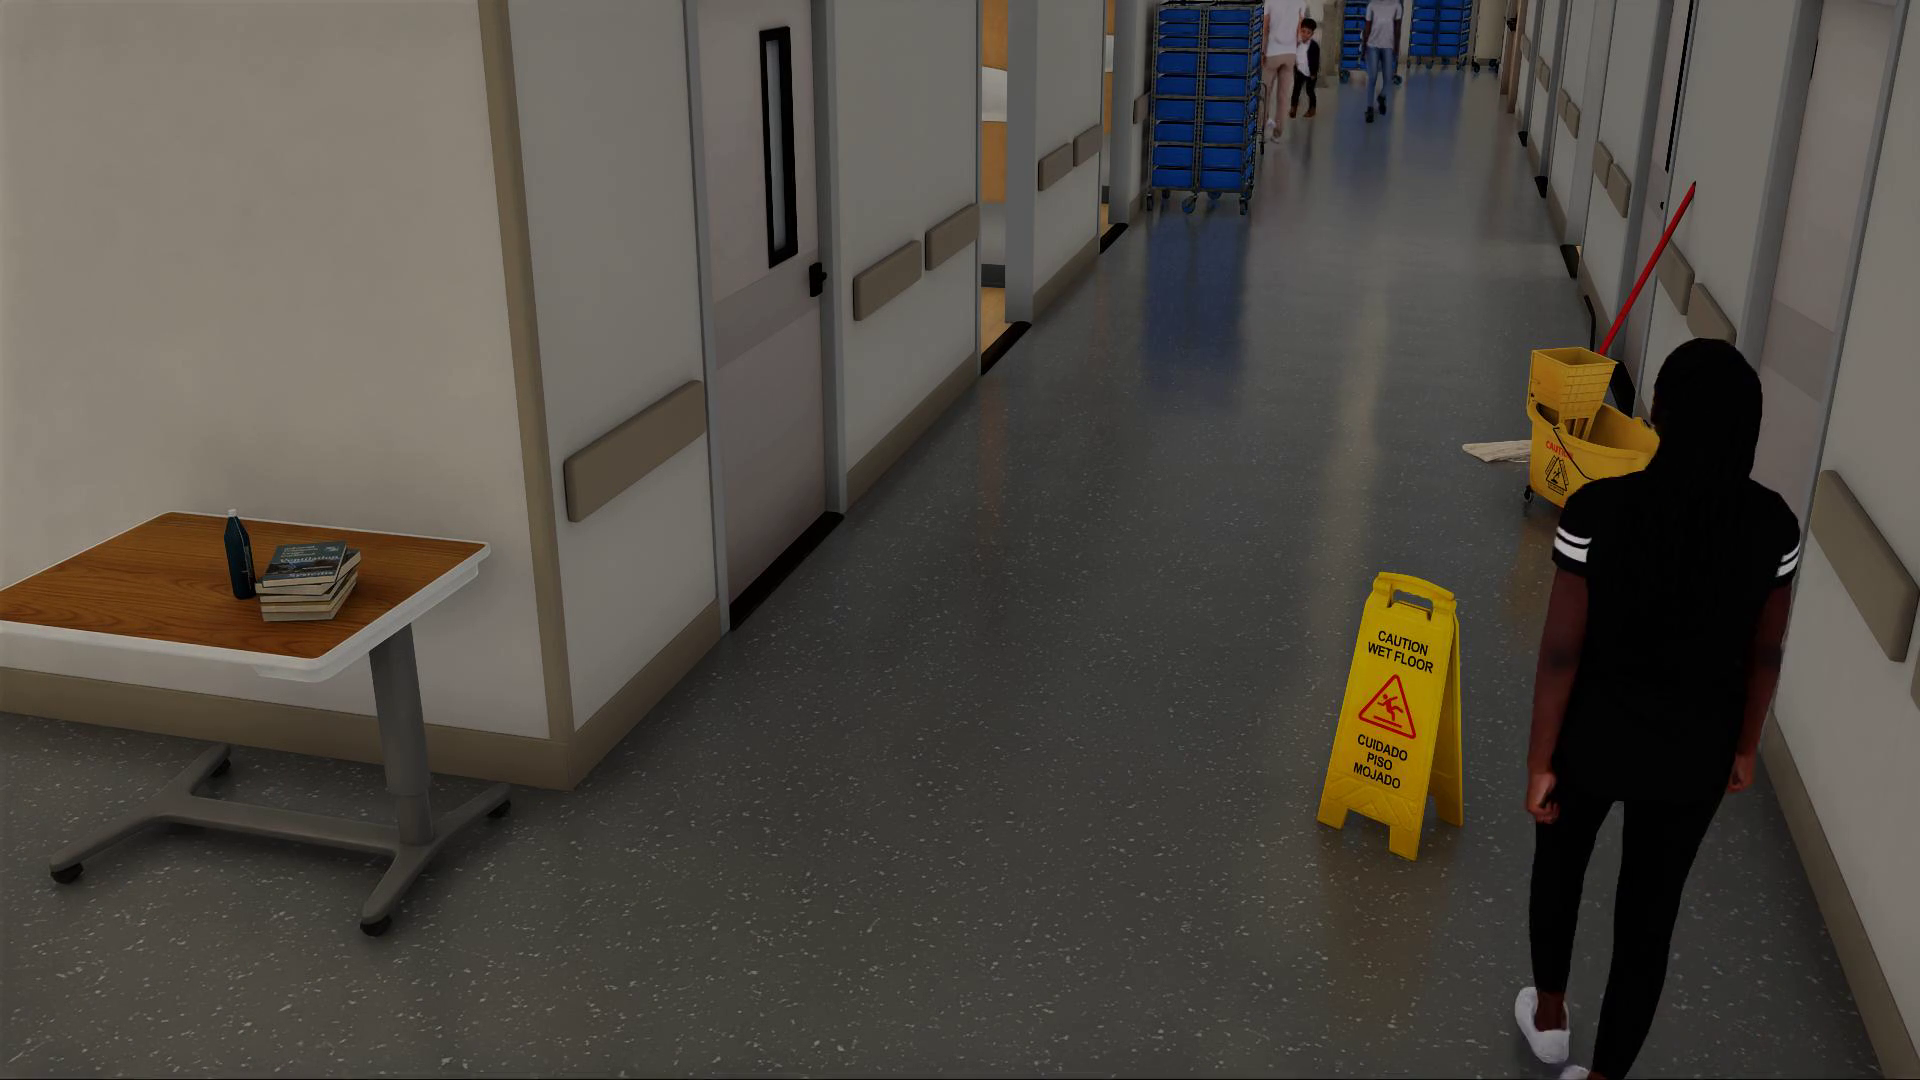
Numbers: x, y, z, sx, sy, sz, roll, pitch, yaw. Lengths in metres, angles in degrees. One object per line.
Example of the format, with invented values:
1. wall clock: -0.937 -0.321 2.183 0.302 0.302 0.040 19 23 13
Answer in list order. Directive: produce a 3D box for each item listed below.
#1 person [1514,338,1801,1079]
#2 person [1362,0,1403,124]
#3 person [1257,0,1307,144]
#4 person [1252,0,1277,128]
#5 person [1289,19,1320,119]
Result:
1. person: 1.359 0.469 3.298 0.610 1.714 0.727 6 21 15
2. person: 5.151 -6.022 20.441 0.614 1.711 0.745 3 21 9
3. person: 3.580 -5.357 18.465 0.811 1.867 0.946 -1 21 -2
4. person: 3.479 -5.728 19.656 0.748 1.717 0.889 3 21 8
5. person: 4.348 -5.883 20.799 0.688 1.197 0.911 16 26 36
